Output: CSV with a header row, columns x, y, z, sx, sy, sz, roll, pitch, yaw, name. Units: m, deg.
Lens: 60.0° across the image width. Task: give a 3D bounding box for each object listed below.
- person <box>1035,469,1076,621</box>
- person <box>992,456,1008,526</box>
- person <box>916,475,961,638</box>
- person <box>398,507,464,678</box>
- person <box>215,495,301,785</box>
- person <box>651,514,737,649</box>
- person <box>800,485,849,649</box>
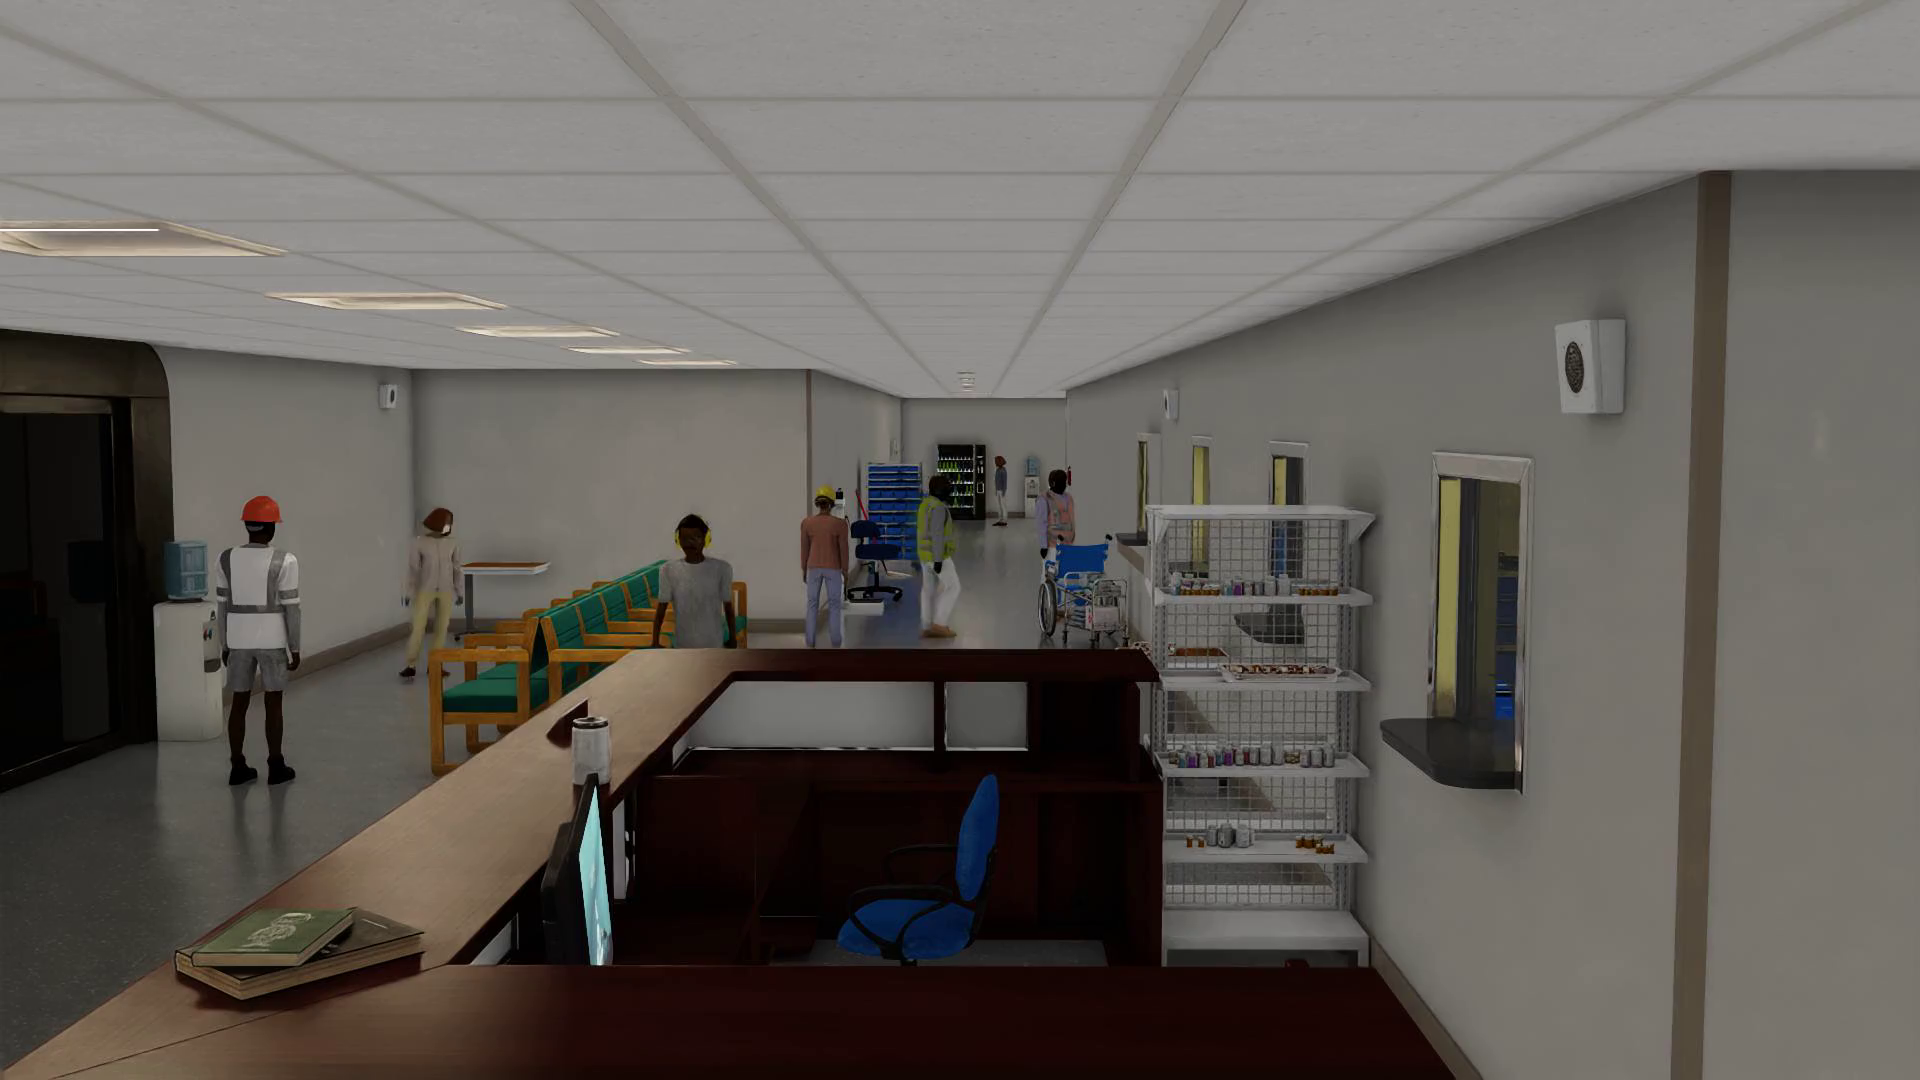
x,y,z,sx,sy,sz,roll,pitch,yaw,name
1.189,0.061,20.207,0.429,1.841,0.634,4,5,41,person
0.933,-1.124,38.271,0.289,1.633,0.501,-1,4,-20,person
-0.211,0.191,18.478,0.536,1.825,0.657,-1,4,-18,person
-4.978,0.503,15.644,0.628,1.607,0.291,-3,5,-39,person
-4.654,0.671,11.077,0.546,1.934,0.381,0,4,-1,person
-1.782,0.727,11.197,0.549,1.810,0.992,0,4,1,person
-1.402,0.313,17.275,0.521,1.758,0.348,1,4,10,person
